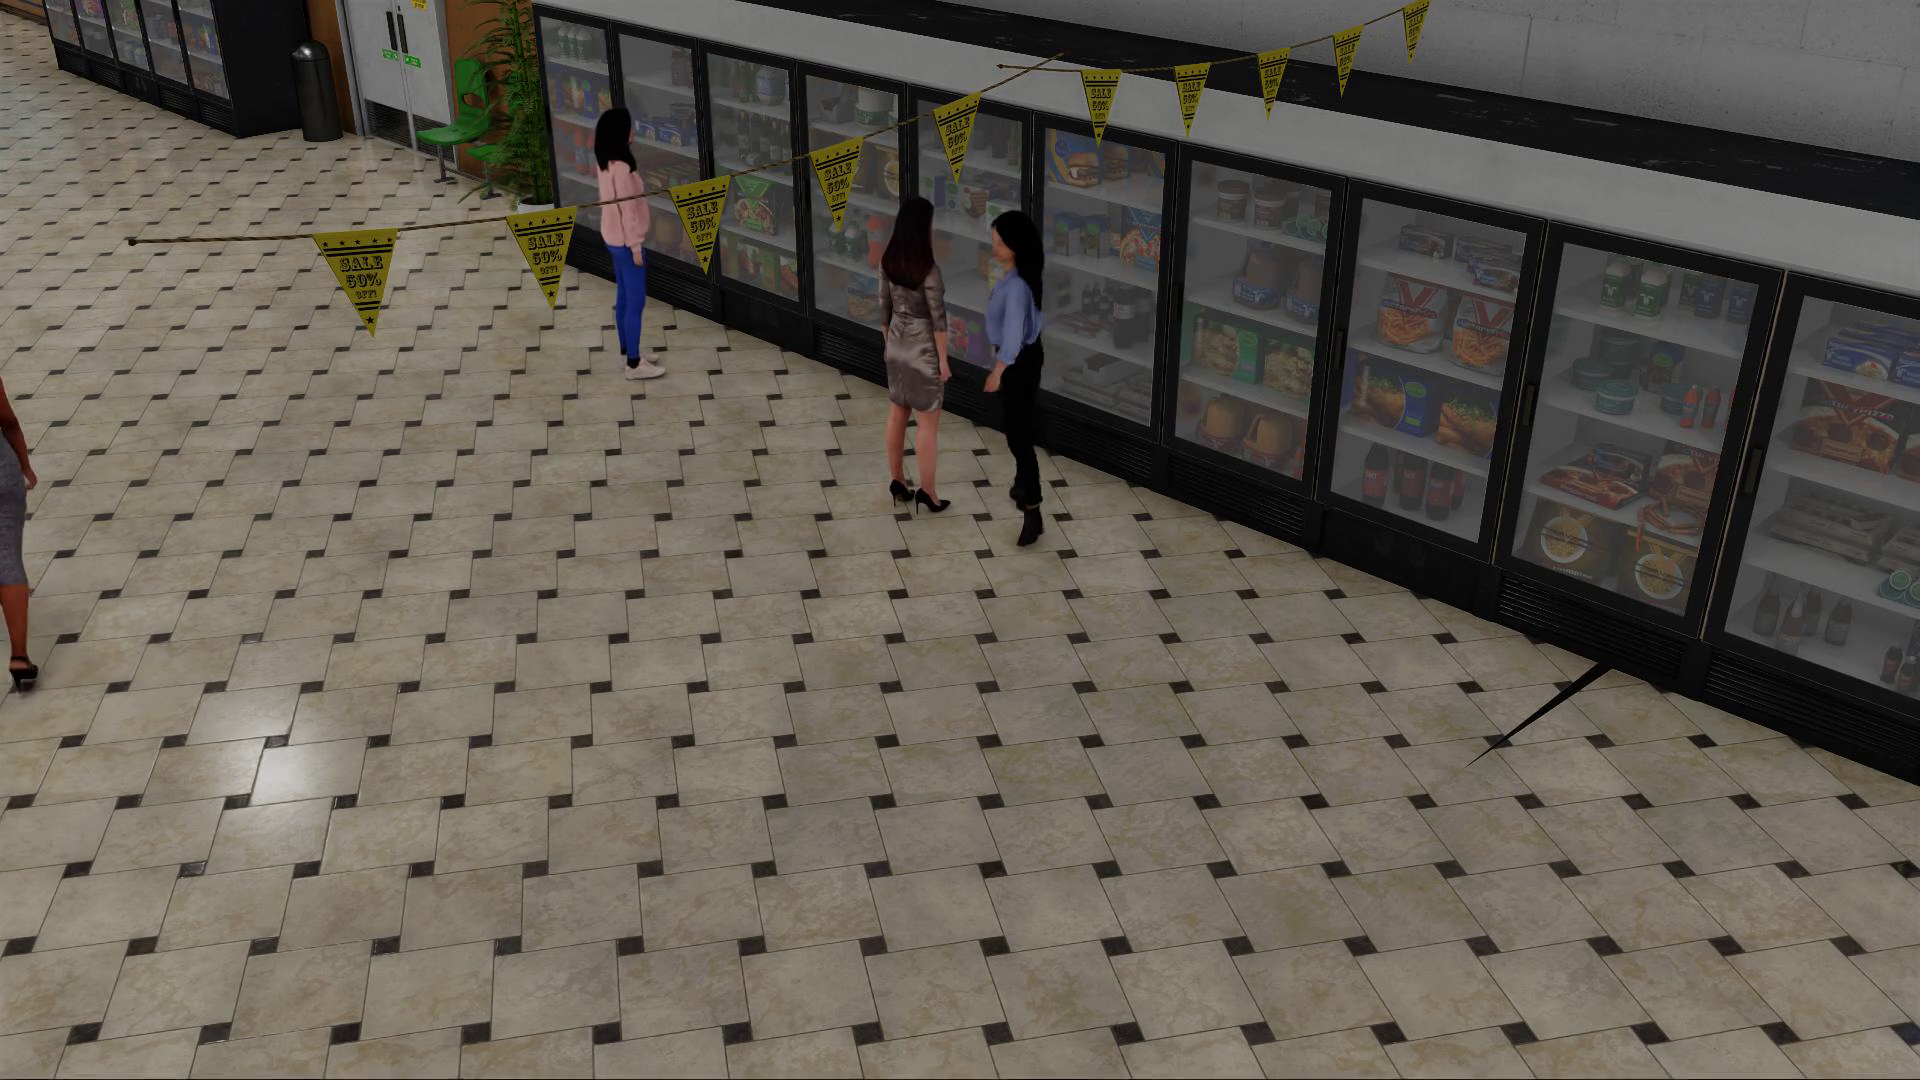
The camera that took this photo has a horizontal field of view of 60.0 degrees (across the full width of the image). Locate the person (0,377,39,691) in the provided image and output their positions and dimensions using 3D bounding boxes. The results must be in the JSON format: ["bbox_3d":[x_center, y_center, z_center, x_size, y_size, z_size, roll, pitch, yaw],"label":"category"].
[{"bbox_3d":[-4.308,-0.152,7.311,1.089,1.741,0.931,-10,28,-18],"label":"person"}]

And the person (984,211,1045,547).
[{"bbox_3d":[0.335,-0.906,8.807,0.963,1.733,0.869,7,28,14],"label":"person"}]

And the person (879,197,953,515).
[{"bbox_3d":[-0.245,-0.976,8.931,0.609,1.744,0.523,21,34,35],"label":"person"}]

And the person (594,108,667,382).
[{"bbox_3d":[-2.177,-1.906,10.741,0.680,1.767,0.716,-11,29,-21],"label":"person"}]
